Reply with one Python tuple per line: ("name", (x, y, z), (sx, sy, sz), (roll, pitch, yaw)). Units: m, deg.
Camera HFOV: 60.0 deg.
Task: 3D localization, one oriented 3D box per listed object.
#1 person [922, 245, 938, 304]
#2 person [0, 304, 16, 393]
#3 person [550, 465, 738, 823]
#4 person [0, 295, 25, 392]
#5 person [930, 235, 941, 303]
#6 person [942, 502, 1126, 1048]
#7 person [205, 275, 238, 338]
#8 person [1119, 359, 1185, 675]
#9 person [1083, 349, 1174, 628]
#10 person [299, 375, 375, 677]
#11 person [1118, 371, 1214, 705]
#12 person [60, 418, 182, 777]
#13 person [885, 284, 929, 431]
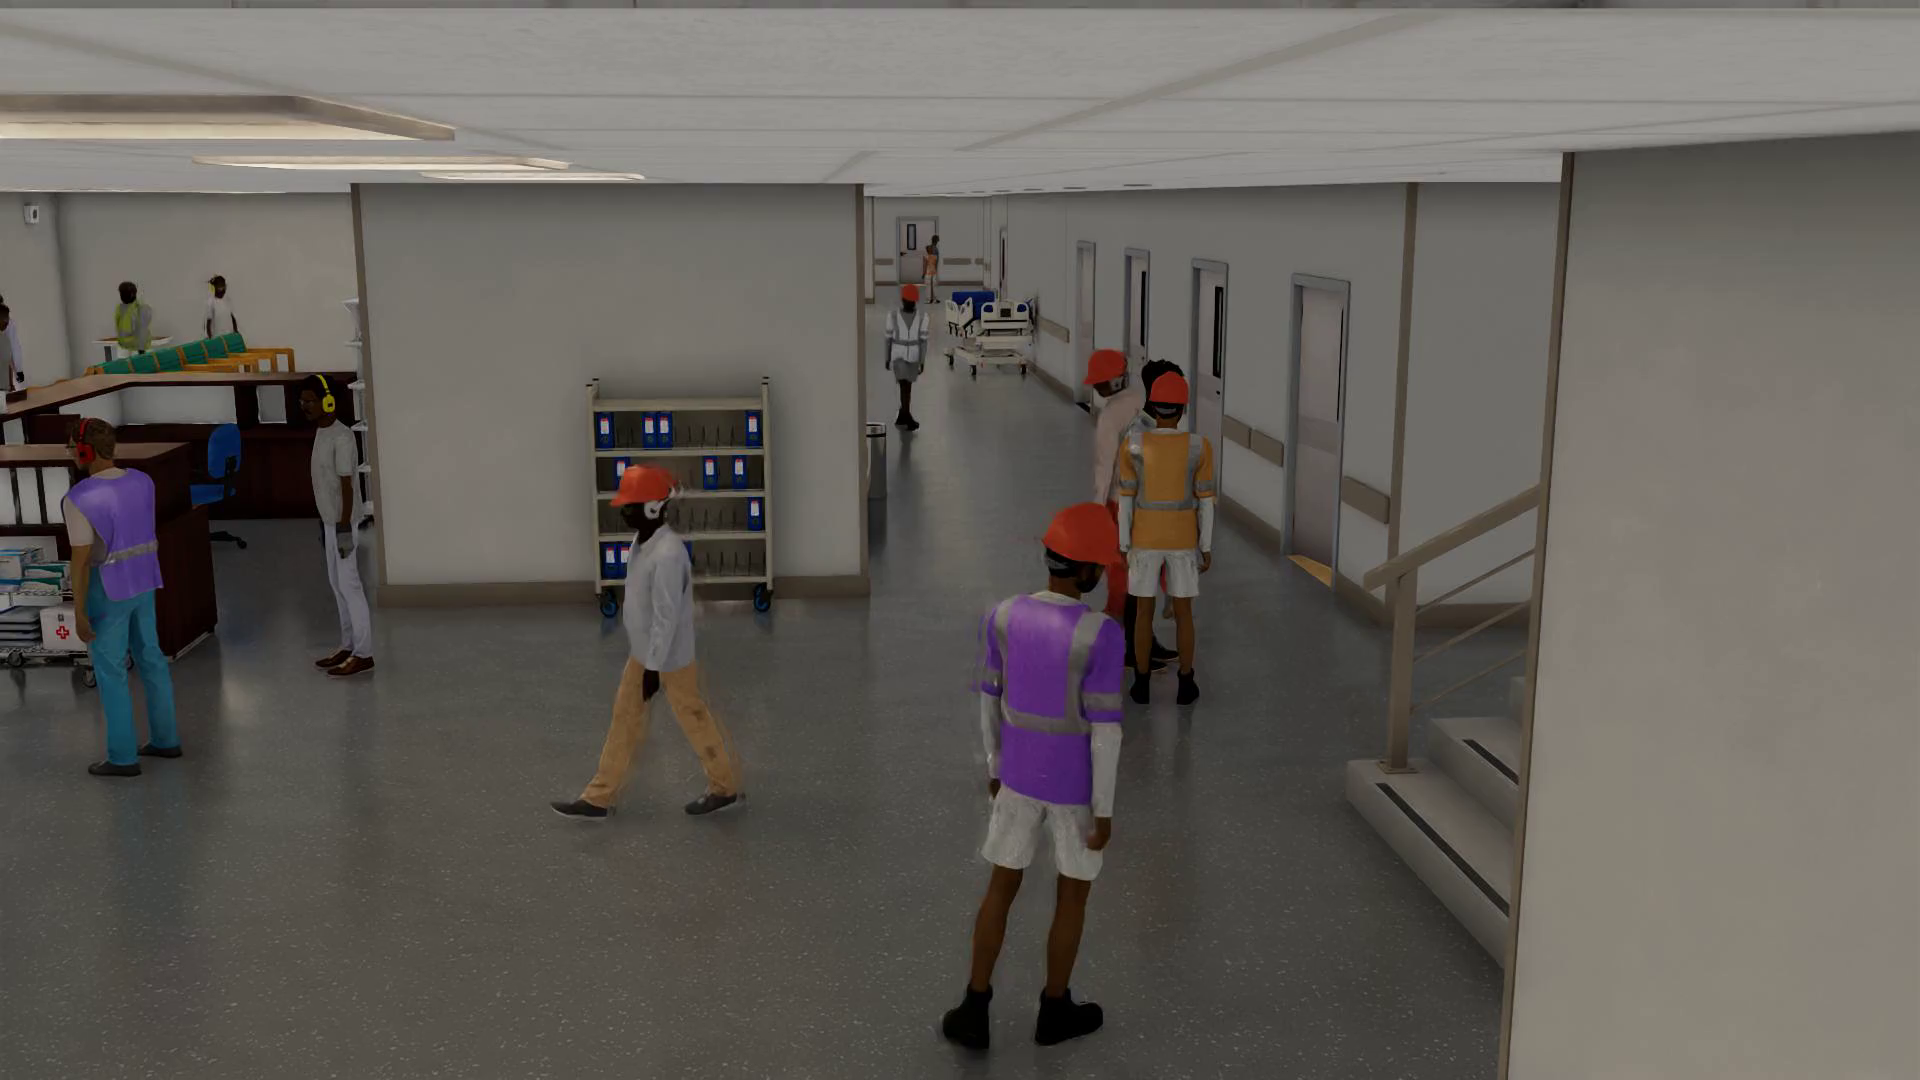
("person", (-0.847, -7.498, 46.982), (0.514, 1.641, 0.309), (-9, 15, -38))
("person", (-10.116, -1.536, 17.347), (0.507, 1.846, 0.563), (2, 12, 12))
("person", (-1.450, 0.498, 7.739), (0.887, 1.698, 0.588), (-6, 13, -28))
("person", (-11.423, -2.029, 19.773), (0.637, 1.840, 0.429), (1, 12, 5))
("person", (-0.740, -7.690, 47.231), (0.386, 1.927, 0.636), (-1, 12, -3))
("person", (0.266, 0.827, 5.678), (0.606, 1.905, 0.630), (8, 14, 33))
("person", (-10.778, -2.932, 24.193), (0.761, 1.838, 0.533), (2, 12, 12))
("person", (1.180, -0.144, 10.288), (0.387, 1.954, 0.609), (4, 12, 18))
("person", (1.156, -0.312, 11.142), (0.650, 1.943, 0.658), (6, 13, 28))
("person", (-3.853, -0.092, 10.269), (0.326, 1.858, 0.508), (-8, 14, -35))
("person", (1.187, -0.007, 9.649), (0.551, 1.934, 0.373), (1, 12, 7))
("person", (-4.266, 0.292, 8.453), (0.381, 1.836, 0.566), (3, 12, 16))
("person", (-0.692, -2.347, 21.324), (0.540, 1.865, 1.023), (-2, 12, -12))
